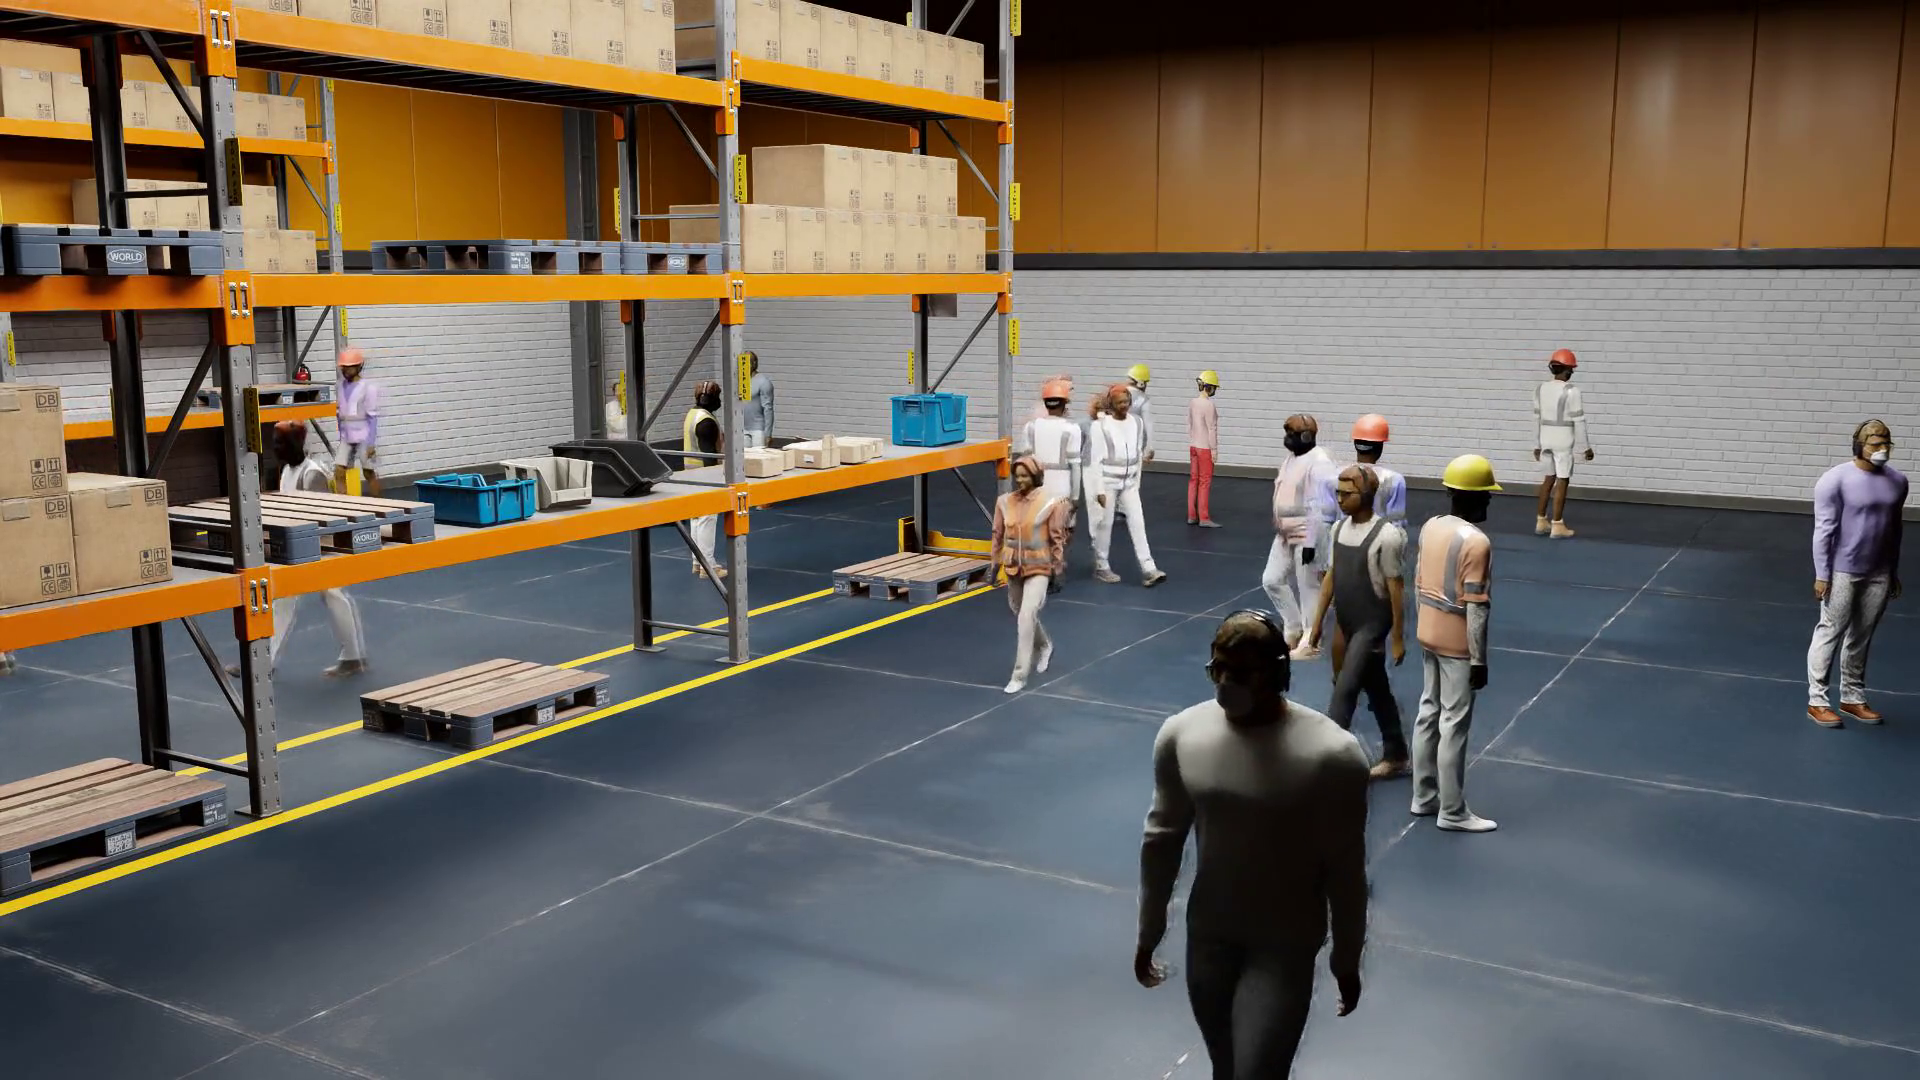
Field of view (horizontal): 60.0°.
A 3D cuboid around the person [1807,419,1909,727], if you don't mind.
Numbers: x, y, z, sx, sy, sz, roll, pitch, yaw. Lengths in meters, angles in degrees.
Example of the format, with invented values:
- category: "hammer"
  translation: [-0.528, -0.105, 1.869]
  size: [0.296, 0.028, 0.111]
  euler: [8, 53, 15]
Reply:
- category: "person"
  translation: [5.638, 0.207, 10.447]
  size: [0.629, 1.939, 0.371]
  euler: [-2, 9, -13]

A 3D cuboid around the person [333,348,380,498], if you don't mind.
- category: "person"
  translation: [-6.759, -1.107, 18.409]
  size: [0.650, 2.008, 0.884]
  euler: [4, 10, 23]

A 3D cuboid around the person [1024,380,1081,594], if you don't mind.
- category: "person"
  translation: [0.805, -0.446, 14.631]
  size: [0.544, 1.909, 0.516]
  euler: [4, 10, 24]

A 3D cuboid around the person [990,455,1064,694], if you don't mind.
- category: "person"
  translation: [0.484, 0.202, 11.514]
  size: [0.527, 1.606, 0.806]
  euler: [5, 11, 30]

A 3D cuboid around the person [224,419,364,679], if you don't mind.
- category: "person"
  translation: [-4.615, 0.095, 11.476]
  size: [0.581, 1.833, 0.981]
  euler: [8, 12, 43]

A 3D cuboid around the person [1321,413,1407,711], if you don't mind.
- category: "person"
  translation: [2.636, 0.143, 10.854]
  size: [0.551, 1.934, 0.373]
  euler: [5, 10, 28]

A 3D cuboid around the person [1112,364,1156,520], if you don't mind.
- category: "person"
  translation: [1.998, -1.123, 19.160]
  size: [0.618, 1.806, 0.536]
  euler: [8, 12, 43]

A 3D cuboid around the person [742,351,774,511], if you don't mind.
- category: "person"
  translation: [-2.481, -1.311, 19.992]
  size: [0.643, 1.927, 0.390]
  euler: [8, 12, 42]

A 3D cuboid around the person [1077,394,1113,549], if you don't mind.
- category: "person"
  translation: [1.422, -0.711, 17.209]
  size: [0.550, 1.584, 0.757]
  euler: [0, 9, 1]

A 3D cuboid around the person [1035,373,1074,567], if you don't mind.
- category: "person"
  translation: [0.892, -0.671, 16.106]
  size: [0.440, 1.885, 0.706]
  euler: [2, 9, 12]

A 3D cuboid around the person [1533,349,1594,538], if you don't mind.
- category: "person"
  translation: [6.454, -1.028, 17.865]
  size: [0.430, 2.039, 0.625]
  euler: [-4, 10, -24]

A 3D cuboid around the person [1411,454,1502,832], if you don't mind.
- category: "person"
  translation: [2.543, 0.520, 8.528]
  size: [0.386, 1.928, 0.589]
  euler: [-2, 9, -12]

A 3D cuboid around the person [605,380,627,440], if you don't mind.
- category: "person"
  translation: [-3.962, -1.106, 19.738]
  size: [0.526, 1.589, 0.912]
  euler: [3, 10, 18]

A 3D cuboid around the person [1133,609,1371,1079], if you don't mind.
- category: "person"
  translation: [0.760, 1.147, 4.642]
  size: [0.650, 1.914, 0.678]
  euler: [7, 11, 36]

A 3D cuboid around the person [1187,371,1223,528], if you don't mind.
- category: "person"
  translation: [2.747, -1.015, 18.637]
  size: [0.321, 1.761, 0.522]
  euler: [-3, 10, -20]

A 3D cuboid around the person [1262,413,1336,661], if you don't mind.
- category: "person"
  translation: [2.494, -0.013, 12.181]
  size: [0.453, 1.827, 0.628]
  euler: [-3, 10, -17]

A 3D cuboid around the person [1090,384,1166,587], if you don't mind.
- category: "person"
  translation: [1.501, -0.477, 15.015]
  size: [0.590, 1.840, 0.953]
  euler: [-5, 10, -28]

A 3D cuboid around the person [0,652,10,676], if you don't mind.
- category: "person"
  translation: [-7.161, 0.050, 11.416]
  size: [1.054, 1.931, 0.603]
  euler: [-4, 10, -25]

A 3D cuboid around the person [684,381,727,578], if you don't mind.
- category: "person"
  translation: [-2.359, -0.567, 15.588]
  size: [0.429, 1.839, 0.633]
  euler: [-3, 10, -20]

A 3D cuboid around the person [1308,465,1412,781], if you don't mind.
- category: "person"
  translation: [2.132, 0.486, 9.130]
  size: [0.999, 1.792, 0.525]
  euler: [-4, 10, -22]
